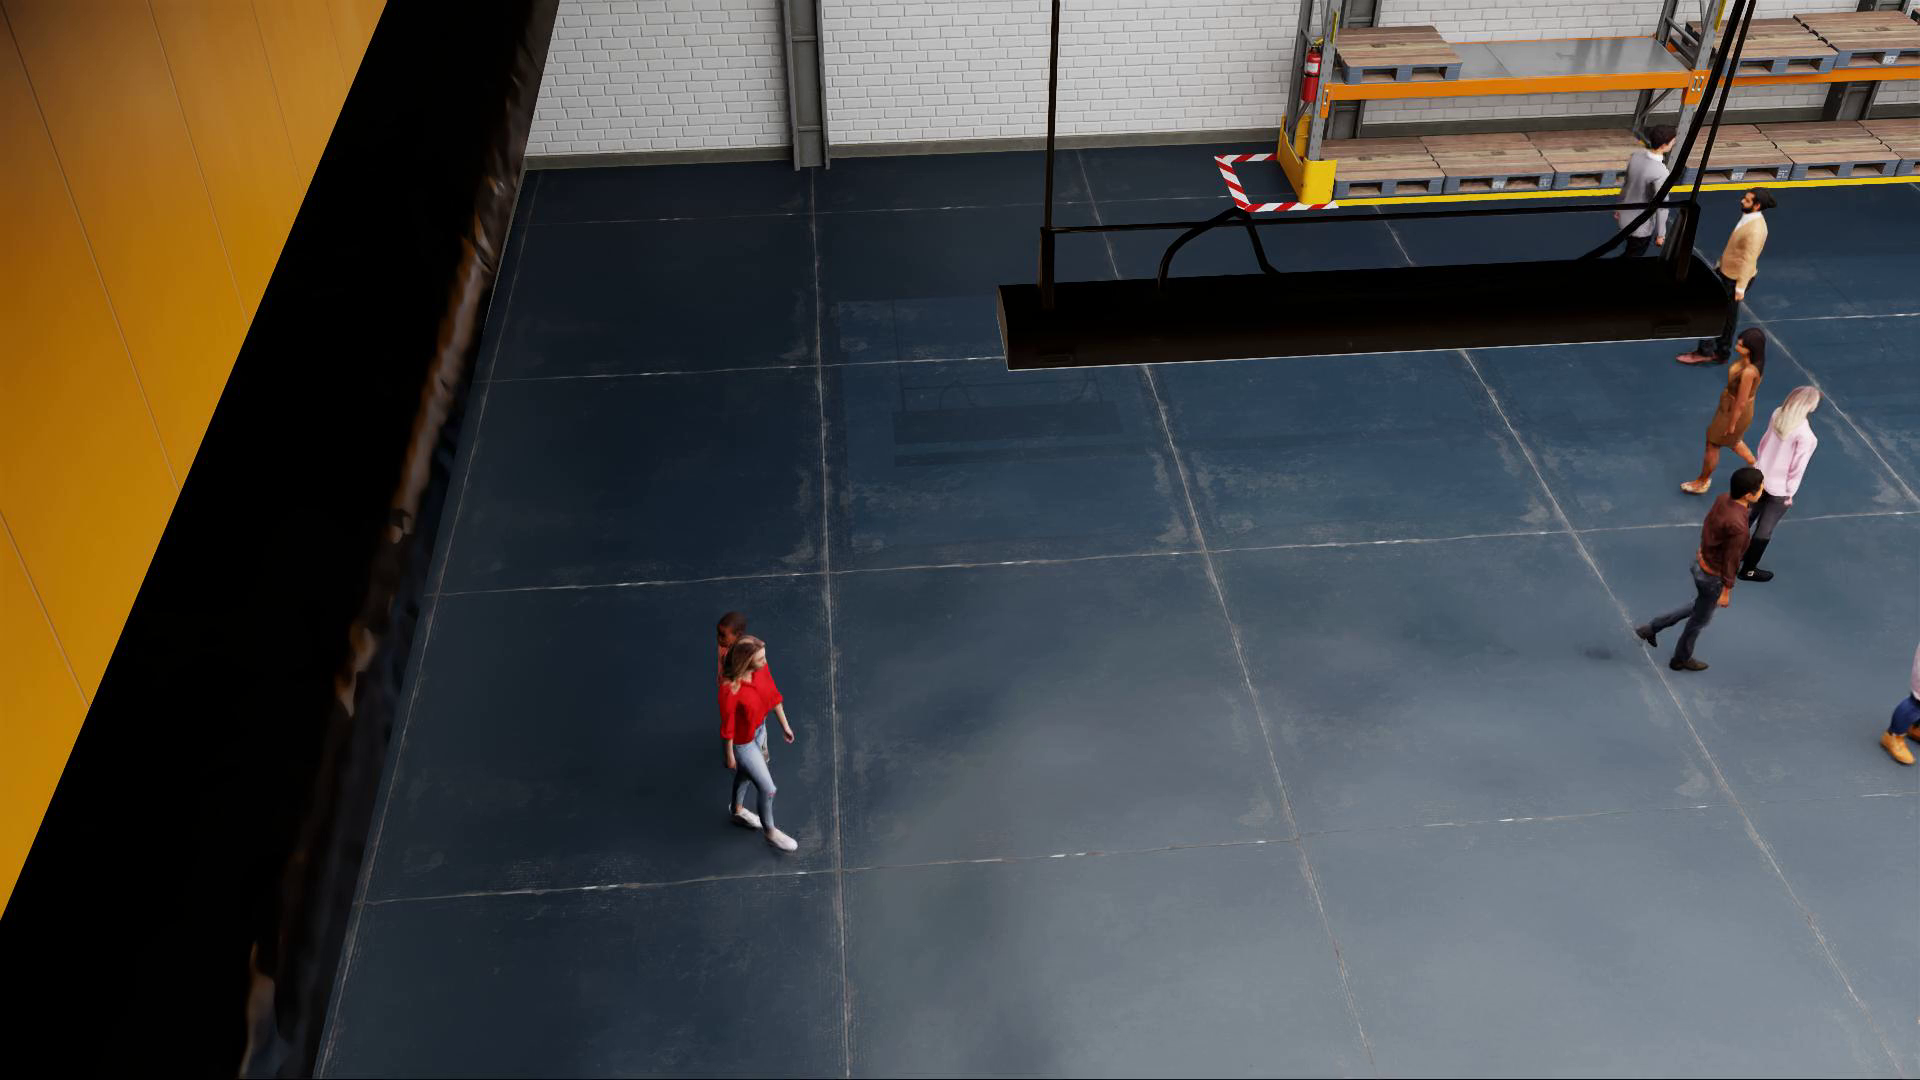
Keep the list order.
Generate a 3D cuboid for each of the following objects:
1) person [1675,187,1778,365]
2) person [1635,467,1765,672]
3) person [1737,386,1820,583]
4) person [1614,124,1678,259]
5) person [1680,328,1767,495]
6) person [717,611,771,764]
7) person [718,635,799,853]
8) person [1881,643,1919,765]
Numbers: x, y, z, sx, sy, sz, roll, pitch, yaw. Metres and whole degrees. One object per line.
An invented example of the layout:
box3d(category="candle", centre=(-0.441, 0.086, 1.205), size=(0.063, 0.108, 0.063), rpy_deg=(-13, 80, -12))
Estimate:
box3d(category="person", centre=(6.990, -2.317, 14.829), size=(0.836, 1.740, 0.797), rpy_deg=(12, 40, 14))
box3d(category="person", centre=(5.161, 0.227, 11.619), size=(0.857, 1.769, 0.763), rpy_deg=(6, 39, 7))
box3d(category="person", centre=(6.118, -0.446, 12.527), size=(0.555, 1.688, 0.607), rpy_deg=(-6, 39, -8))
box3d(category="person", centre=(6.233, -2.958, 15.495), size=(0.681, 1.910, 0.728), rpy_deg=(-4, 39, -5))
box3d(category="person", centre=(6.223, -0.975, 13.217), size=(0.982, 1.653, 0.848), rpy_deg=(18, 42, 21))
box3d(category="person", centre=(-1.448, 0.980, 11.048), size=(0.588, 1.305, 0.546), rpy_deg=(-28, 46, -31))
box3d(category="person", centre=(-1.405, 1.210, 10.456), size=(0.915, 1.685, 0.812), rpy_deg=(15, 41, 18))
box3d(category="person", centre=(6.547, 0.750, 10.984), size=(0.707, 1.744, 0.832), rpy_deg=(-18, 42, -21))
